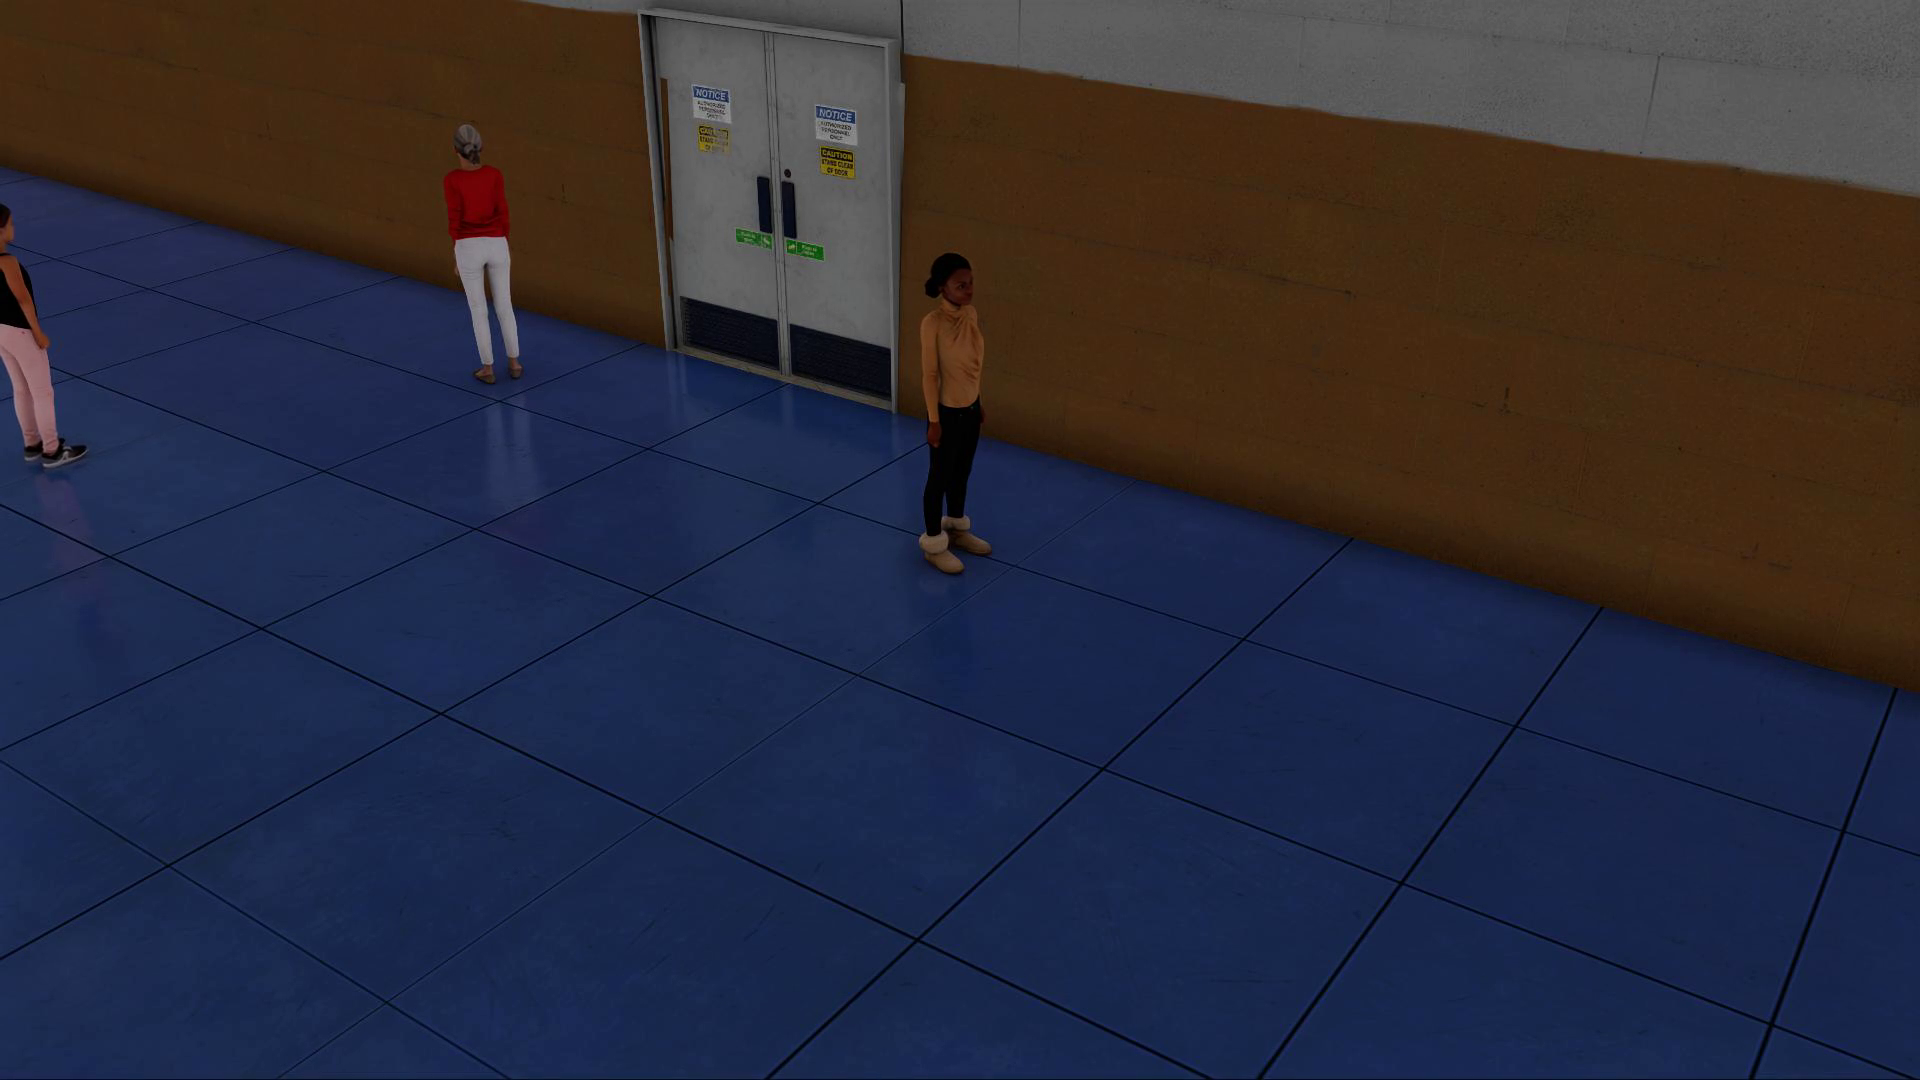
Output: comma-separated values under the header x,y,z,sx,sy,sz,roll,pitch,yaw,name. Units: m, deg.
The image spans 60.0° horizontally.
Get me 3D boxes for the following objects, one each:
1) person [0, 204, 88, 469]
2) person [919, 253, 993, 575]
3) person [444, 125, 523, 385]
x,y,z,sx,sy,sz,roll,pitch,yaw,name
-5.443,-1.176,9.599,0.532,1.563,0.536,15,30,26,person
-0.039,-0.660,8.474,0.649,1.660,0.481,18,32,31,person
-3.092,-1.847,10.777,0.599,1.694,0.697,-15,31,-27,person
